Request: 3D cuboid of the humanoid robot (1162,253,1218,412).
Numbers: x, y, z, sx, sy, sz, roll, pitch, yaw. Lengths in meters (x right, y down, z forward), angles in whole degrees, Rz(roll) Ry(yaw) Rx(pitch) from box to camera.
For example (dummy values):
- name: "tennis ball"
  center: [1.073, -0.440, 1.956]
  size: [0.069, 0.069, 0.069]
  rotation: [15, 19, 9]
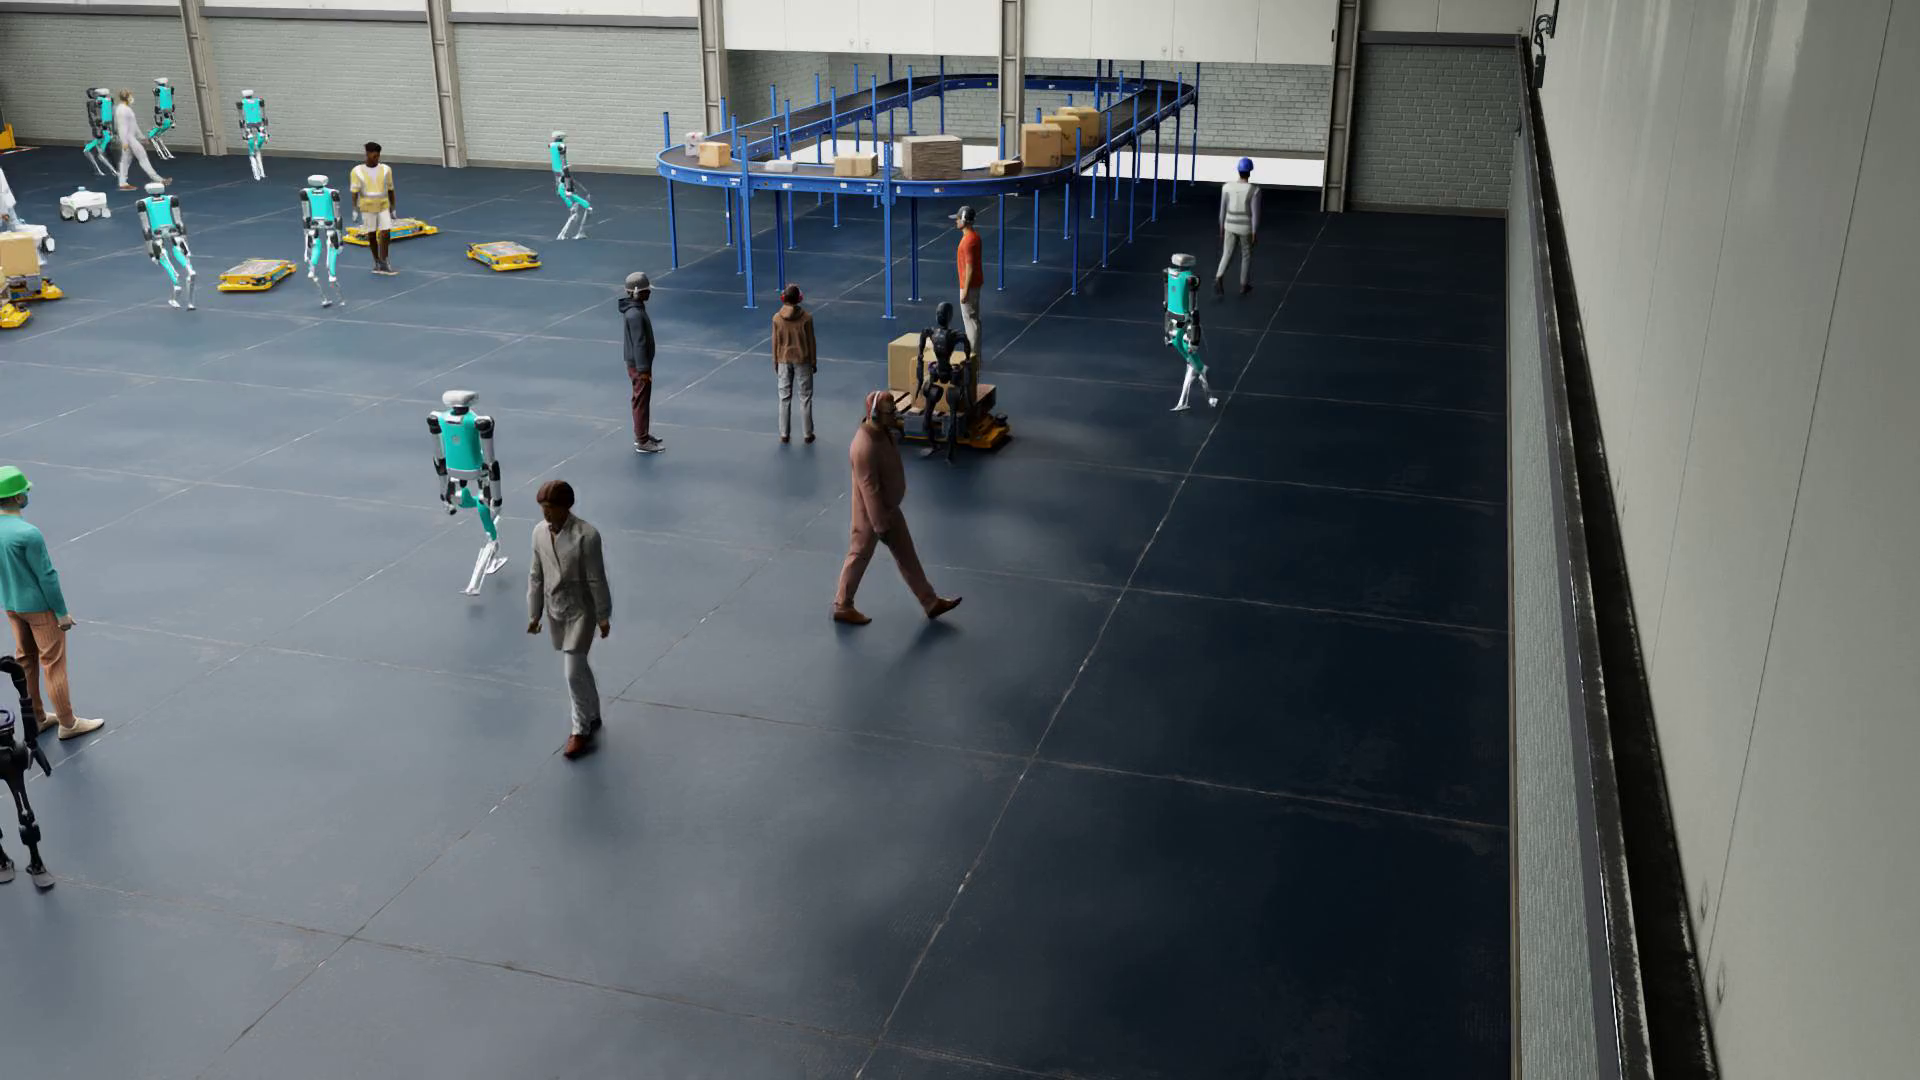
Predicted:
- name: "humanoid robot"
  center: [2.576, -2.193, 17.942]
  size: [0.836, 1.860, 0.546]
  rotation: [-13, 25, -30]

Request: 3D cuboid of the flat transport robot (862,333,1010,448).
- name: "flat transport robot"
  center: [-0.257, -1.195, 17.278]
  size: [1.431, 0.231, 0.659]
  rotation: [7, 22, 17]

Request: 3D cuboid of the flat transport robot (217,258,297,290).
- name: "flat transport robot"
  center: [-10.219, -3.862, 24.193]
  size: [0.659, 0.231, 1.431]
  rotation: [-1, 21, -3]

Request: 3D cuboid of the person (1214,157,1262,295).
- name: "person"
  center: [3.866, -4.349, 23.178]
  size: [0.621, 1.921, 0.858]
  rotation: [12, 24, 29]

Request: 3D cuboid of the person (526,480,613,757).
- name: "person"
  center: [-2.578, 0.503, 10.728]
  size: [0.552, 1.811, 0.678]
  rotation: [11, 23, 25]

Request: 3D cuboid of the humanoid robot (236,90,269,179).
- name: "humanoid robot"
  center: [-13.991, -7.985, 32.941]
  size: [0.537, 1.848, 0.718]
  rotation: [-14, 25, -32]

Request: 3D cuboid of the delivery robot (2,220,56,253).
- name: "delivery robot"
  center: [-14.584, -4.698, 25.952]
  size: [0.499, 0.586, 0.782]
  rotation: [2, 21, 6]

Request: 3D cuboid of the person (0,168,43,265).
- name: "person"
  center: [-14.435, -4.975, 24.873]
  size: [1.063, 1.852, 0.598]
  rotation: [-7, 22, -18]

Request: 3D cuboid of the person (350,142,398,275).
- name: "person"
  center: [-8.650, -4.880, 24.523]
  size: [0.688, 1.936, 0.587]
  rotation: [-12, 24, -28]

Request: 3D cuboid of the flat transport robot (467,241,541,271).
- name: "flat transport robot"
  center: [-6.991, -4.350, 25.460]
  size: [0.659, 0.231, 1.431]
  rotation: [-14, 25, -32]

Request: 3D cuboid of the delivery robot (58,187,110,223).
- name: "delivery robot"
  center: [-15.214, -5.824, 28.874]
  size: [0.499, 0.586, 0.773]
  rotation: [11, 23, 25]

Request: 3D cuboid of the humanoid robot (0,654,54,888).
- name: "humanoid robot"
  center: [-5.388, 1.171, 9.189]
  size: [0.585, 1.642, 0.457]
  rotation: [-12, 24, -29]

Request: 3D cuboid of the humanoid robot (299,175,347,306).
- name: "humanoid robot"
  center: [-8.648, -3.986, 22.480]
  size: [0.539, 1.801, 0.669]
  rotation: [0, 21, -1]

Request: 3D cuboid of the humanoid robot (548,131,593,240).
- name: "humanoid robot"
  center: [-6.308, -5.743, 27.066]
  size: [0.797, 1.801, 0.552]
  rotation: [-14, 25, -32]

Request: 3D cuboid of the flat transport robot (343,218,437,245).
- name: "flat transport robot"
  center: [-9.390, -5.065, 27.315]
  size: [0.659, 0.231, 1.431]
  rotation: [15, 26, 34]

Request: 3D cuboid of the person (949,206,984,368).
- name: "person"
  center: [0.067, -2.987, 19.646]
  size: [0.413, 1.910, 0.479]
  rotation: [4, 21, 10]

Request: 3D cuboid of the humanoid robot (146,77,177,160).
- name: "humanoid robot"
  center: [-16.806, -8.834, 34.865]
  size: [0.735, 1.677, 0.533]
  rotation: [6, 22, 16]

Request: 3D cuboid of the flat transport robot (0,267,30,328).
- name: "flat transport robot"
  center: [-12.994, -2.888, 21.668]
  size: [1.431, 0.231, 0.659]
  rotation: [-6, 22, -16]

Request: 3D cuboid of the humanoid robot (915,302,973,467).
- name: "humanoid robot"
  center: [-0.145, -1.529, 16.196]
  size: [0.605, 1.646, 0.436]
  rotation: [6, 22, 15]

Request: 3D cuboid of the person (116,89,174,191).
- name: "person"
  center: [-15.661, -7.616, 31.678]
  size: [1.017, 1.883, 0.636]
  rotation: [-10, 23, -24]

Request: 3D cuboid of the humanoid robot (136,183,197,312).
- name: "humanoid robot"
  center: [-10.421, -3.807, 22.042]
  size: [0.544, 1.748, 1.010]
  rotation: [-17, 27, -38]

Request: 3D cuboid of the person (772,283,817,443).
- name: "person"
  center: [-1.684, -1.785, 16.897]
  size: [0.456, 1.644, 0.324]
  rotation: [3, 21, 8]

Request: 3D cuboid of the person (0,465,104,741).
- name: "person"
  center: [-6.048, 0.418, 10.860]
  size: [0.511, 1.877, 0.350]
  rotation: [8, 22, 19]

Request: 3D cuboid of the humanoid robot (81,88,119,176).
- name: "humanoid robot"
  center: [-17.205, -8.088, 33.136]
  size: [0.801, 1.776, 0.531]
  rotation: [1, 21, 4]

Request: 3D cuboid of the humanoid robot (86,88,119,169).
- name: "humanoid robot"
  center: [-17.615, -8.475, 34.217]
  size: [0.616, 1.630, 0.474]
  rotation: [6, 22, 16]

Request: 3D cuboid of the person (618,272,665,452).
- name: "person"
  center: [-3.197, -1.785, 16.659]
  size: [0.368, 1.811, 0.553]
  rotation: [-5, 22, -13]

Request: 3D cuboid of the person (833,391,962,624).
- name: "person"
  center: [-0.517, -0.212, 12.531]
  size: [1.003, 1.850, 0.653]
  rotation: [6, 22, 15]

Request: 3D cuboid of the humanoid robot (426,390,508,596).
- name: "humanoid robot"
  center: [-3.804, -0.414, 13.239]
  size: [0.543, 1.733, 1.049]
  rotation: [4, 22, 11]

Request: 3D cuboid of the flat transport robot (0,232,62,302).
- name: "flat transport robot"
  center: [-13.319, -3.419, 23.046]
  size: [1.431, 0.231, 0.659]
  rotation: [-15, 26, -34]
